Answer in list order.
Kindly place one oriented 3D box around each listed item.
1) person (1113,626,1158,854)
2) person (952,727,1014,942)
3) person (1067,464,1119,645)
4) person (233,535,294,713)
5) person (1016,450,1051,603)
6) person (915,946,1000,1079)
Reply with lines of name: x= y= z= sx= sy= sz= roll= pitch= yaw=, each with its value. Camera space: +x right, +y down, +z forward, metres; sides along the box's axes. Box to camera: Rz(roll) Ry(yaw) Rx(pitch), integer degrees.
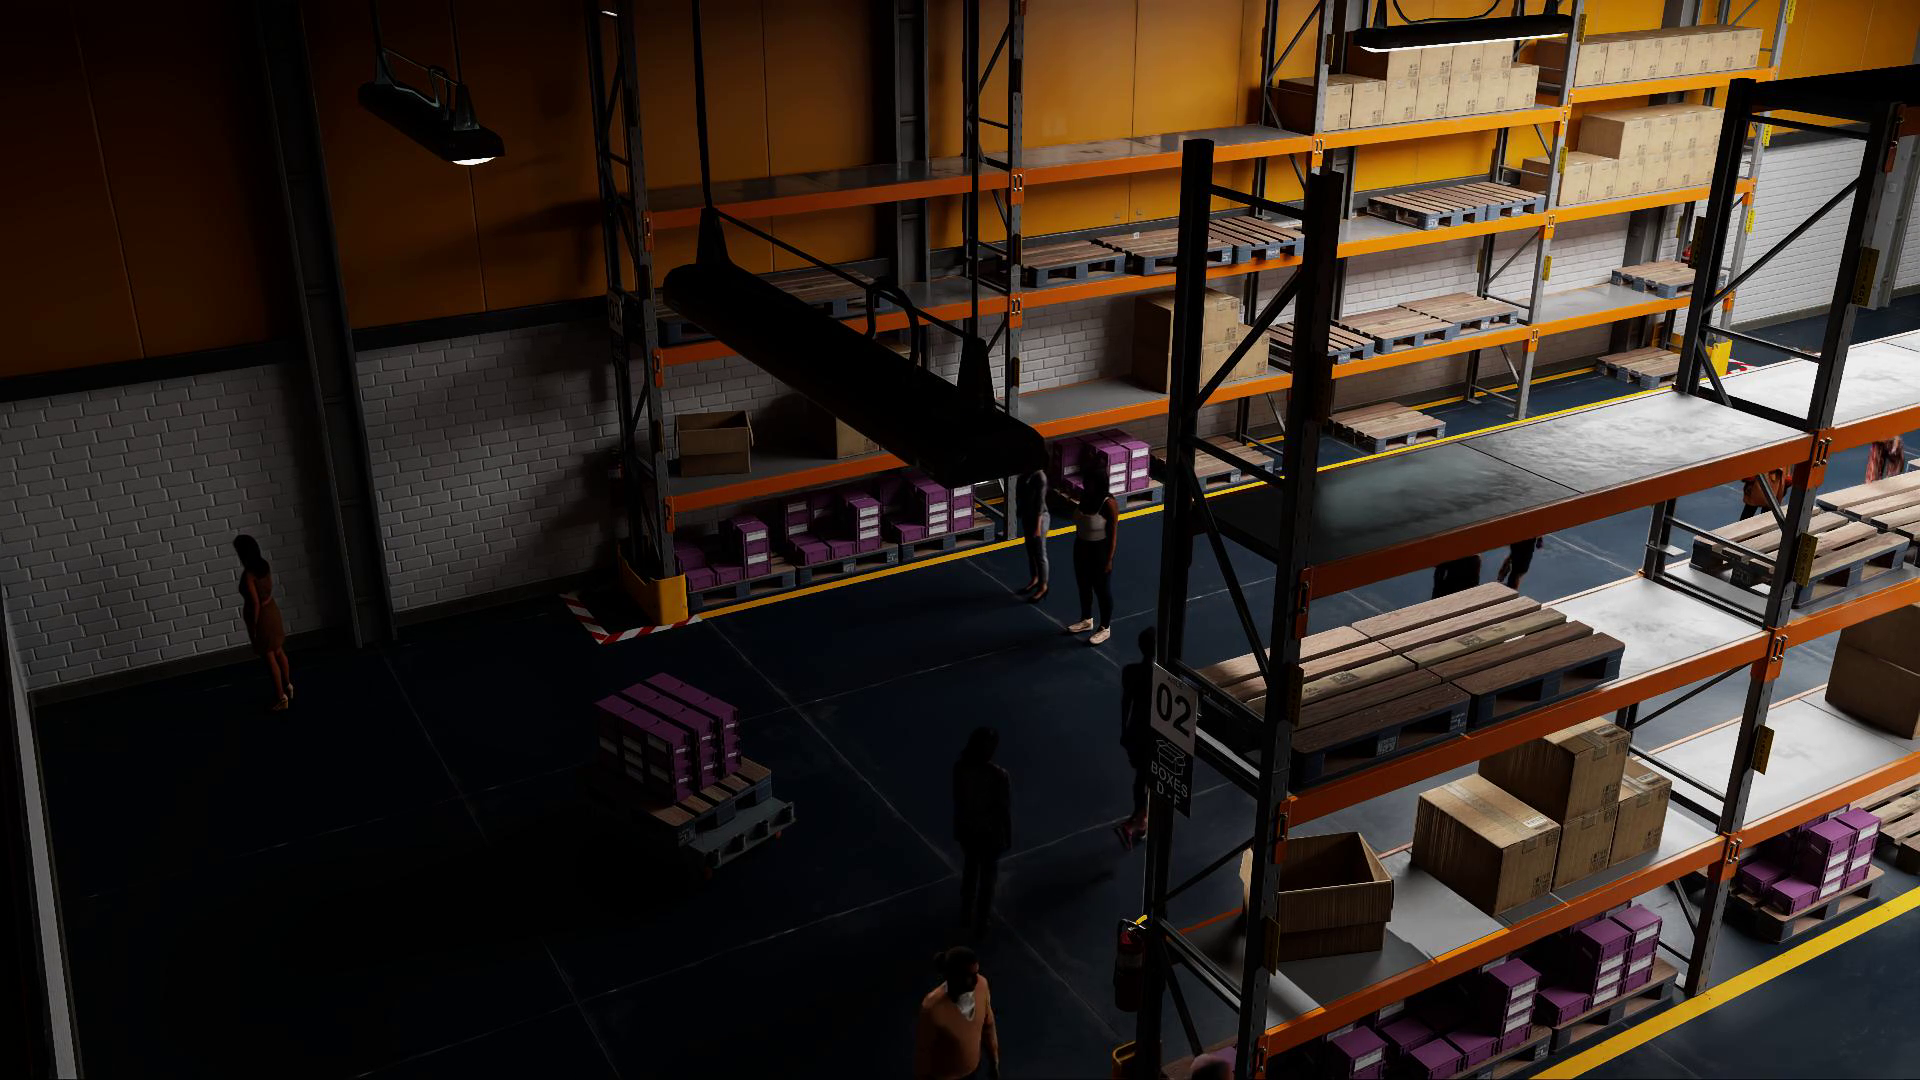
person: x=1.391 y=1.563 z=12.676 sx=0.839 sy=1.834 sz=1.014 roll=19 pitch=30 yaw=37
person: x=0.108 y=2.092 z=11.627 sx=0.745 sy=1.704 sz=0.806 roll=10 pitch=25 yaw=21
person: x=1.303 y=0.116 z=16.017 sx=0.631 sy=1.808 sz=0.671 roll=-17 pitch=29 yaw=-34
person: x=-6.192 y=0.725 z=14.776 sx=0.646 sy=1.686 sz=0.644 roll=-1 pitch=24 yaw=-3
person: x=0.772 y=-0.188 z=16.880 sx=0.612 sy=1.674 sz=0.642 roll=-8 pitch=25 yaw=-19
person: x=-0.103 y=3.004 z=9.520 sx=0.945 sy=1.720 sz=1.172 roll=21 pitch=31 yaw=40
